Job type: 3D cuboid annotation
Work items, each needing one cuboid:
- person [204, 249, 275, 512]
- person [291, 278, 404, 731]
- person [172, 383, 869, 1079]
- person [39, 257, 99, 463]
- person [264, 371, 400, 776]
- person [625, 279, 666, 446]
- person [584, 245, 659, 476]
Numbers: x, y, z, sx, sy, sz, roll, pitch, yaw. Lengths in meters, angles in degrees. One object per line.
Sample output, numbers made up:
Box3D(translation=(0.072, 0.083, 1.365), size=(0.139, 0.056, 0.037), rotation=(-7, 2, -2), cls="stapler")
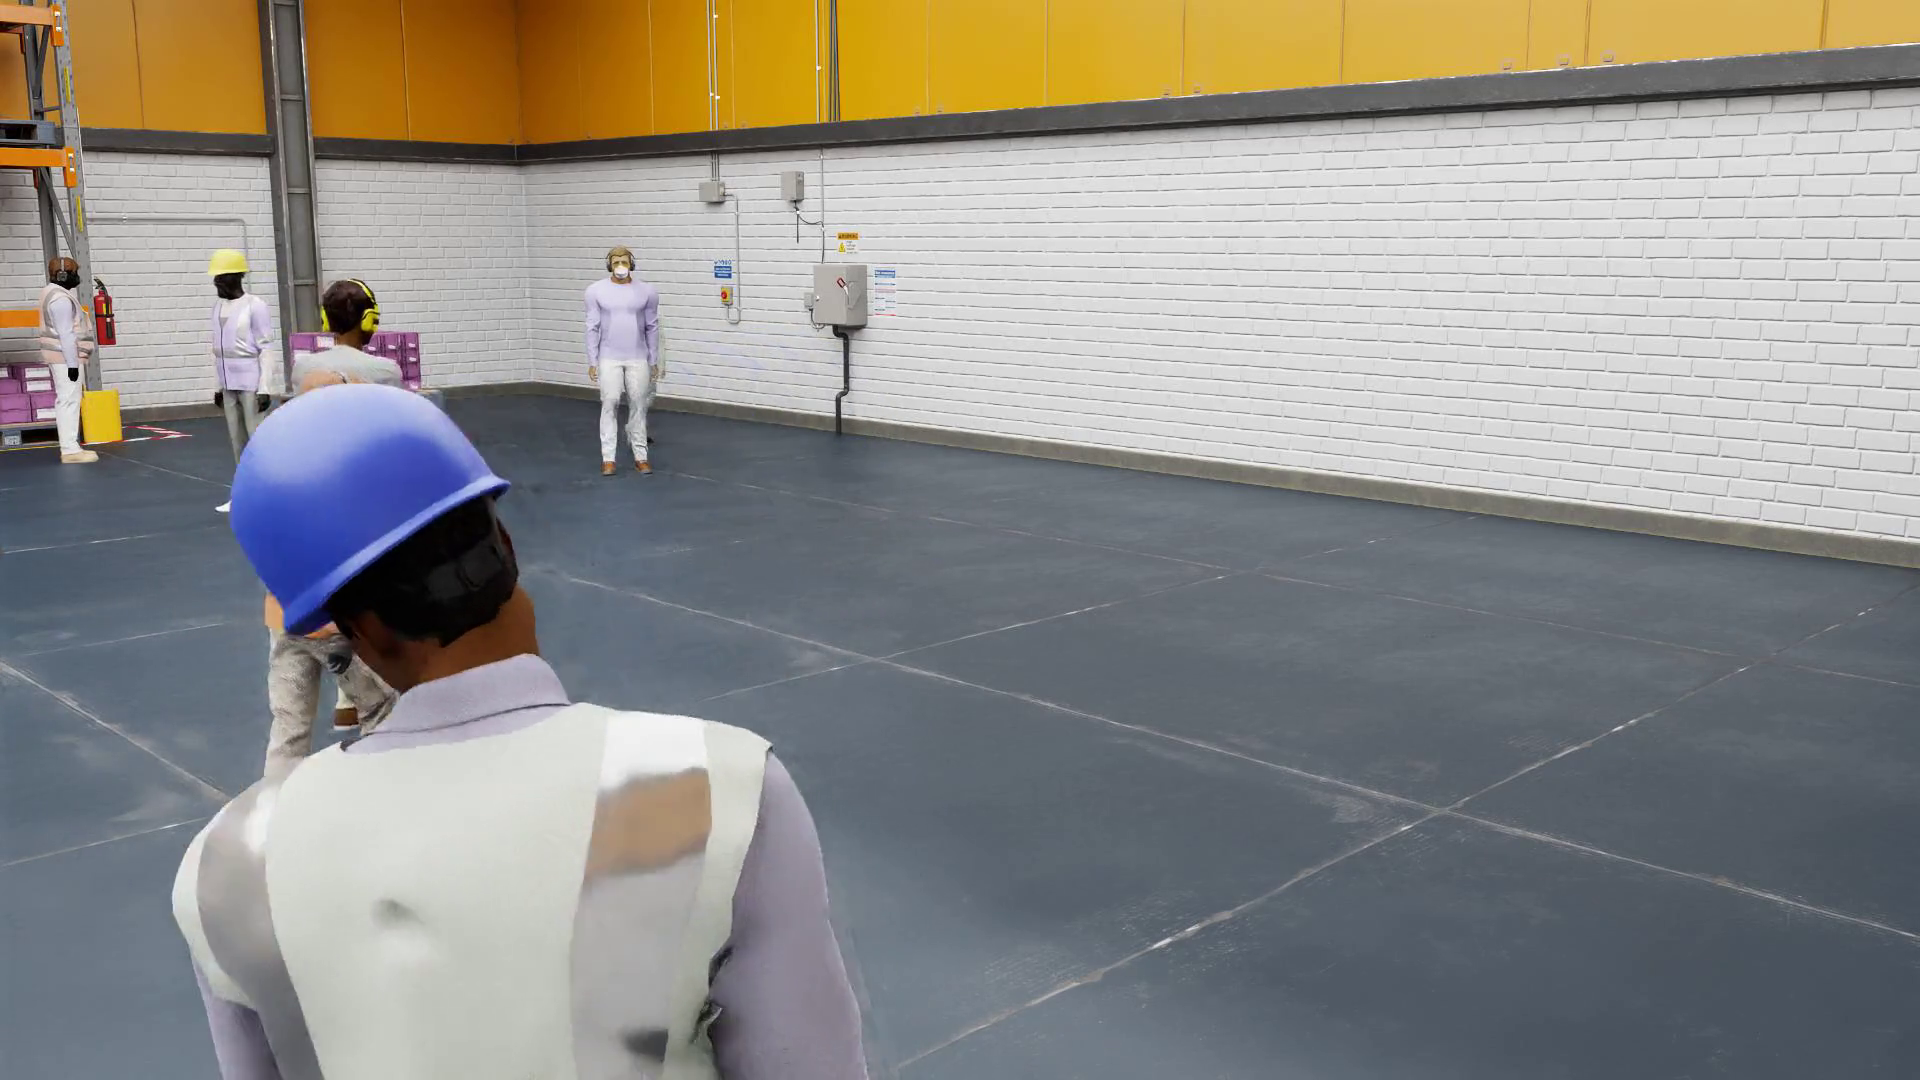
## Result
Box3D(translation=(-5.217, -1.134, 12.045), size=(0.593, 1.922, 0.387), rotation=(6, 12, 31), cls="person")
Box3D(translation=(-2.454, -0.161, 6.972), size=(0.514, 1.840, 0.744), rotation=(4, 11, 20), cls="person")
Box3D(translation=(-0.391, 0.815, 1.538), size=(0.709, 1.900, 0.395), rotation=(3, 11, 16), cls="person")
Box3D(translation=(-7.967, -1.605, 14.880), size=(0.430, 1.836, 0.619), rotation=(-7, 13, -34), cls="person")
Box3D(translation=(-1.970, 0.268, 5.286), size=(0.513, 1.589, 0.714), rotation=(8, 13, 36), cls="person")
Box3D(translation=(-3.079, -1.679, 15.891), size=(0.508, 1.613, 0.680), rotation=(3, 11, 17), cls="person")
Box3D(translation=(-2.849, -1.515, 14.086), size=(0.631, 1.940, 0.372), rotation=(-4, 11, -19), cls="person")
